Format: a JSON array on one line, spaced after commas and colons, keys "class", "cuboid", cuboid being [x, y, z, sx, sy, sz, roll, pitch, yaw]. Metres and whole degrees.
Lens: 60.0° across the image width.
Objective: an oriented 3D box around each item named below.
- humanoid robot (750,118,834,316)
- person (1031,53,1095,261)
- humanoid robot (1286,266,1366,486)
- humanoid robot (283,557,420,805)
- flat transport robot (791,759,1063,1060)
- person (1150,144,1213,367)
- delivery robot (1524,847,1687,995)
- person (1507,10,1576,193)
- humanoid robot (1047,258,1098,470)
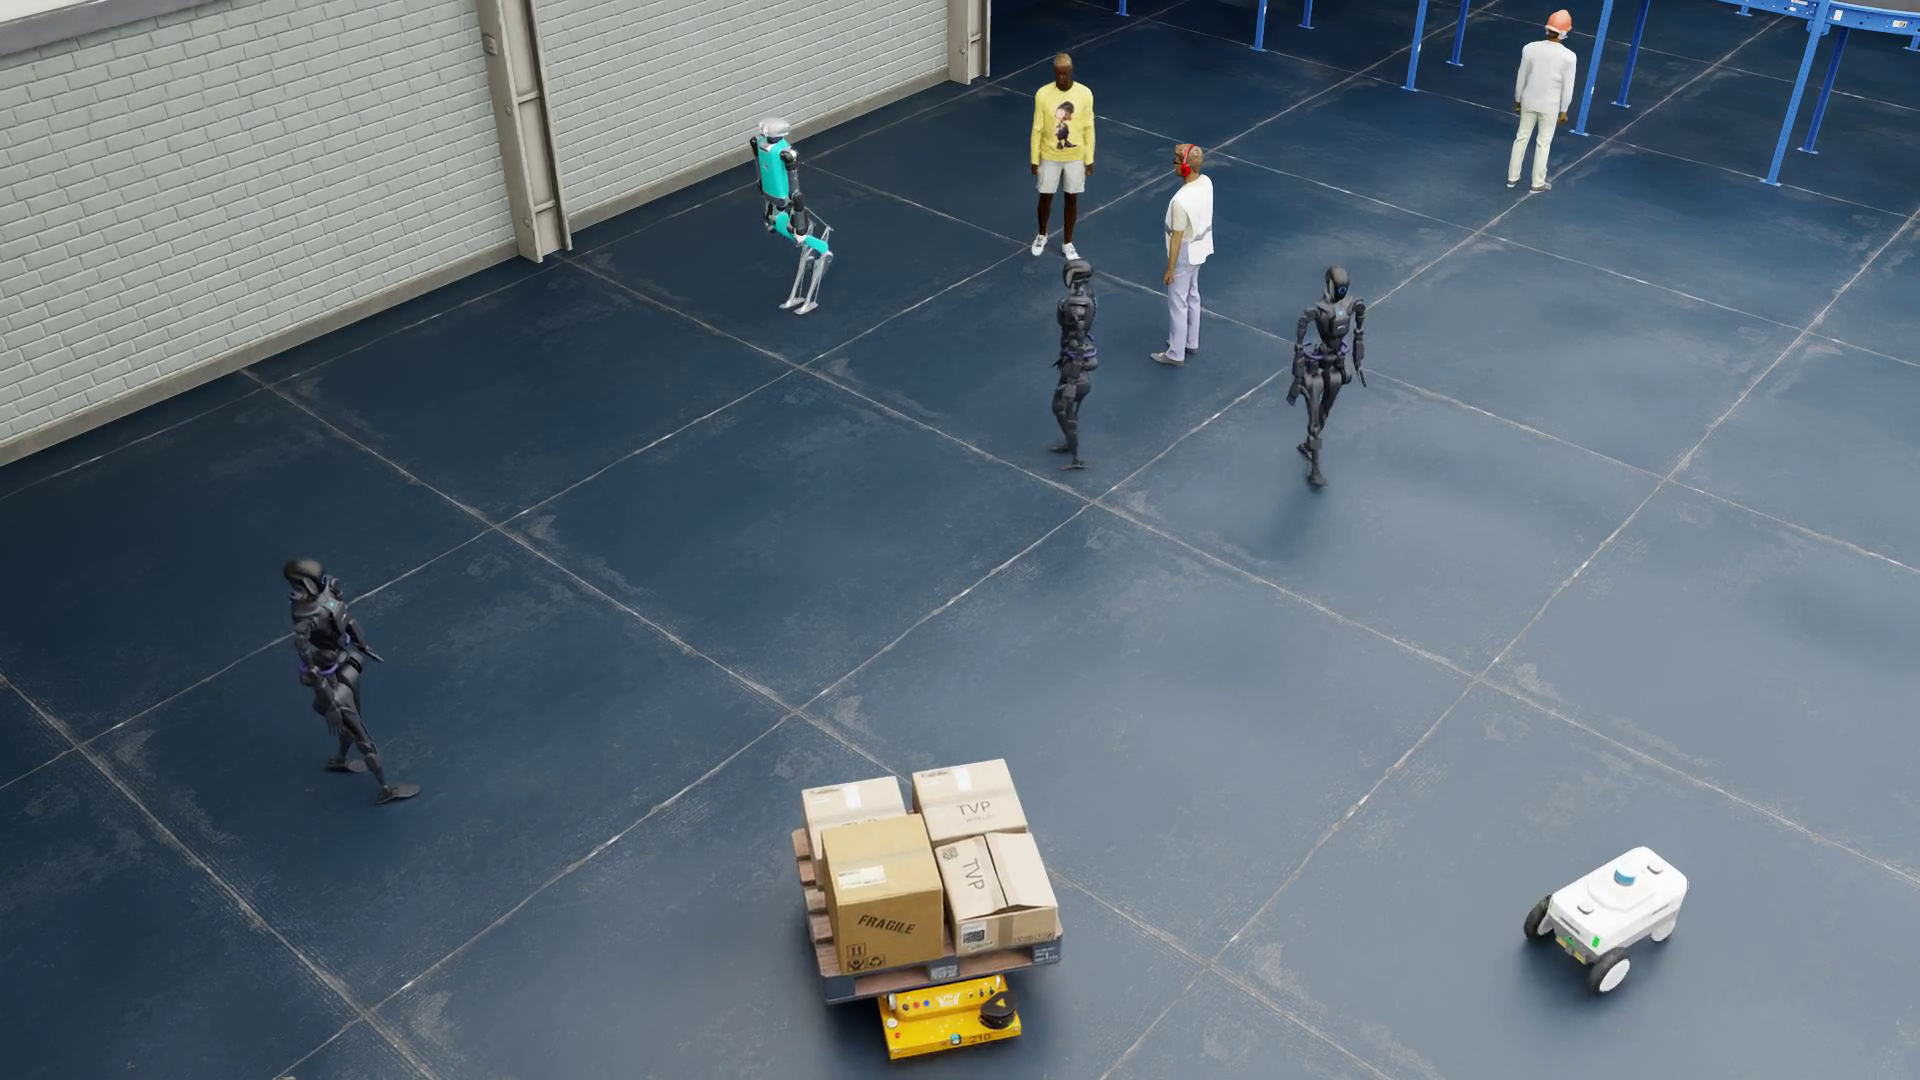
[{"class": "humanoid robot", "cuboid": [-1.334, -2.735, 13.912, 0.694, 1.736, 0.530, -29, 44, -34]}, {"class": "person", "cuboid": [0.908, -3.407, 14.782, 0.577, 1.886, 0.493, 0, 35, 0]}, {"class": "humanoid robot", "cuboid": [2.655, -1.188, 11.856, 0.607, 1.640, 0.634, -13, 37, -17]}, {"class": "humanoid robot", "cuboid": [-3.394, 0.730, 9.174, 0.615, 1.638, 0.596, 2, 36, 3]}, {"class": "flat transport robot", "cuboid": [-0.178, 1.997, 8.584, 0.659, 0.231, 1.431, -8, 36, -10]}, {"class": "person", "cuboid": [1.799, -2.249, 13.199, 0.392, 1.837, 0.558, 17, 39, 22]}, {"class": "delivery robot", "cuboid": [3.323, 1.897, 8.486, 0.807, 0.606, 0.499, -20, 40, -25]}, {"class": "person", "cuboid": [5.624, -4.228, 16.043, 0.560, 1.752, 0.326, 29, 44, 34]}, {"class": "humanoid robot", "cuboid": [0.815, -1.239, 11.912, 0.318, 1.655, 0.601, -2, 36, -3]}]
